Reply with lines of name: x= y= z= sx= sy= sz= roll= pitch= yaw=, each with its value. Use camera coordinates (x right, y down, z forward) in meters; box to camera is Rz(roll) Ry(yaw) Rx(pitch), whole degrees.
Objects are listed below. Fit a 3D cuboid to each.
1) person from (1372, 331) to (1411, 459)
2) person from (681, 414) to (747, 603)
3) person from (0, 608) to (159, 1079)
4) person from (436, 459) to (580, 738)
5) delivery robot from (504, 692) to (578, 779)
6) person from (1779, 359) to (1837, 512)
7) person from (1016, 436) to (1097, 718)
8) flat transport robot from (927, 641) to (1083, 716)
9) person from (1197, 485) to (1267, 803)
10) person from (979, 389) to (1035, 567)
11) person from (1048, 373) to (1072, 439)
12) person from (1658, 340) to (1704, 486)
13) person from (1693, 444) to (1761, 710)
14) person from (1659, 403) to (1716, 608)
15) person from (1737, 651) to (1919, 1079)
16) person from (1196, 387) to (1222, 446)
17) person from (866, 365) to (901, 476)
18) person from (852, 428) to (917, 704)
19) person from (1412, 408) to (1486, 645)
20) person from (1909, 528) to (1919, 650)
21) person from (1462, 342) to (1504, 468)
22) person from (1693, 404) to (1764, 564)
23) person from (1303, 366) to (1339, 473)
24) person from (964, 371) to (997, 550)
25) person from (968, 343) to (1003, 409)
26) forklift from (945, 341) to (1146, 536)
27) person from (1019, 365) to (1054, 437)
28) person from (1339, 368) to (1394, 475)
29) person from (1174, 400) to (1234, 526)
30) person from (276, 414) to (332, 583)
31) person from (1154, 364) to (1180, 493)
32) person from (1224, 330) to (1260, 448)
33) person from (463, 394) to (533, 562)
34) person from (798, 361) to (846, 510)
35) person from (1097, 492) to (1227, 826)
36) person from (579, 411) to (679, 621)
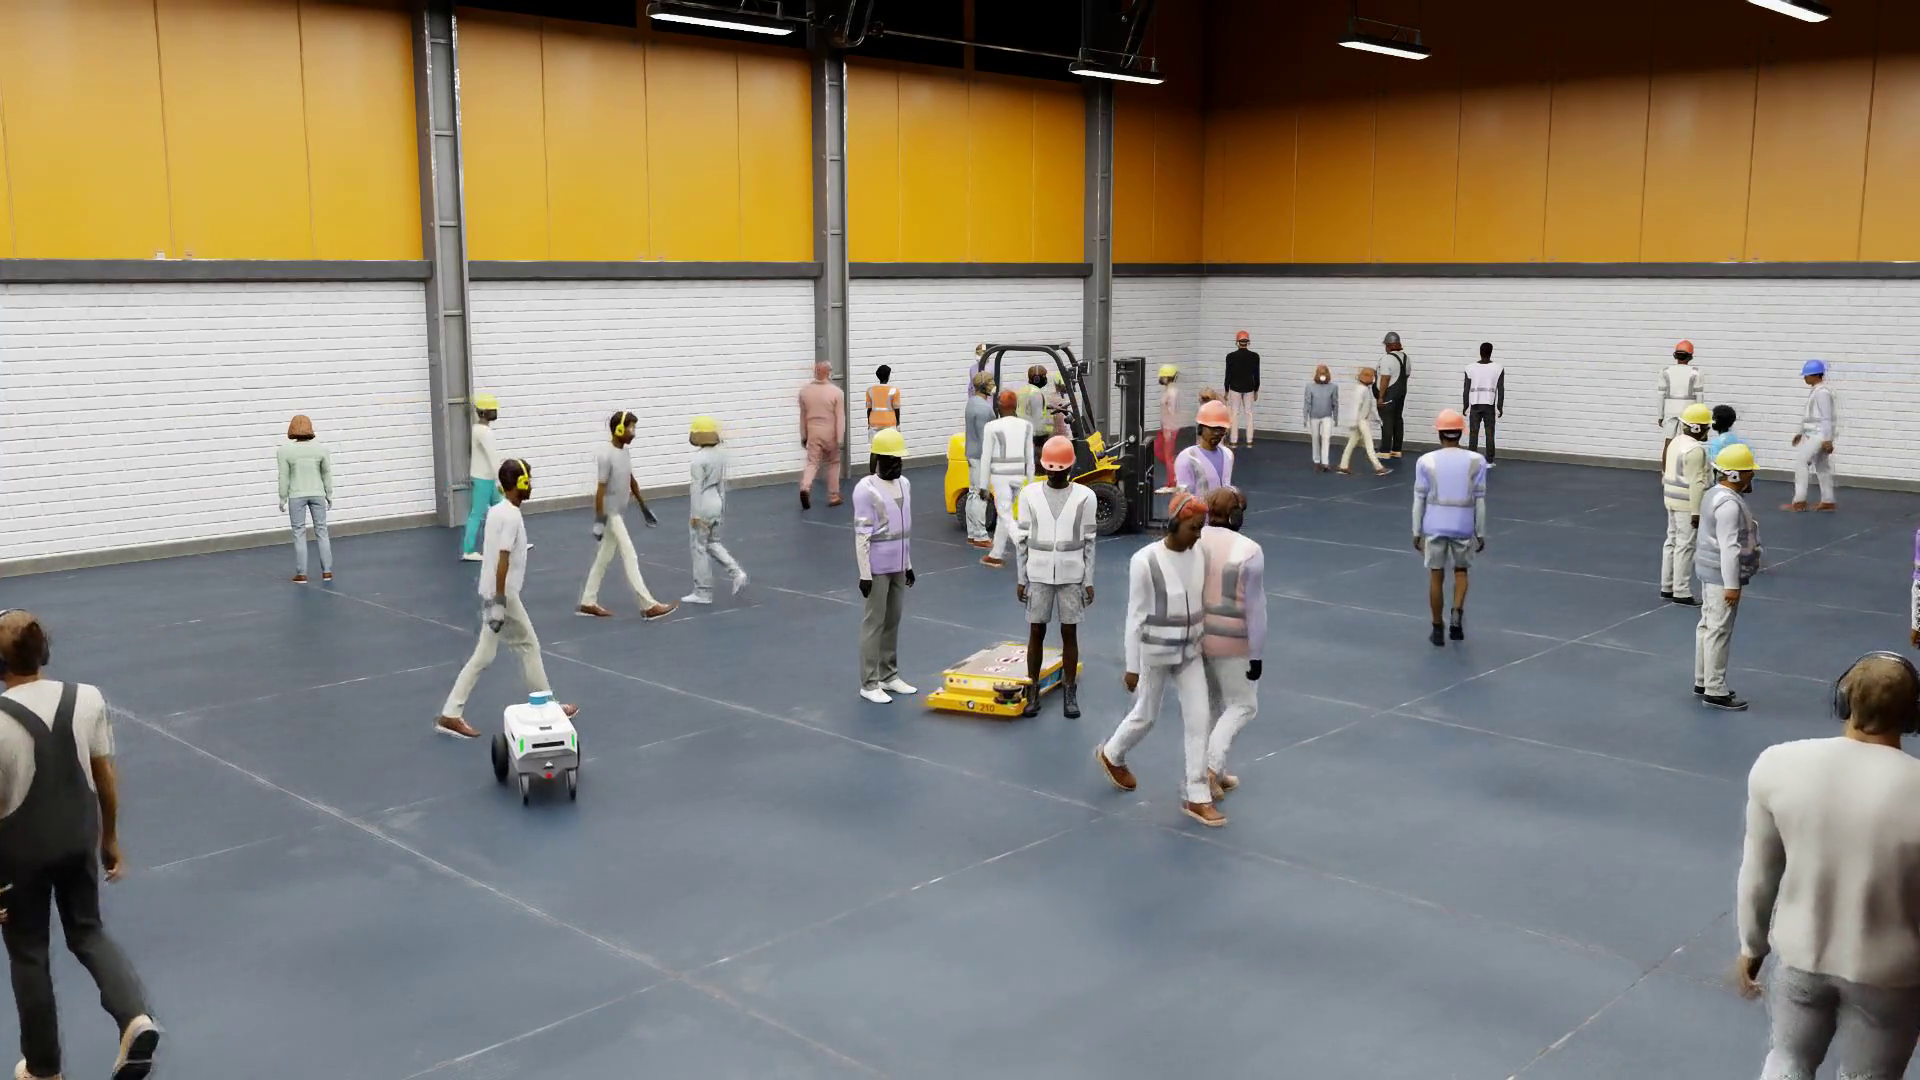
person: x=6.880 y=-2.331 z=26.713 sx=0.690 sy=2.000 sz=0.538 roll=-8 pitch=12 yaw=-41
person: x=-2.259 y=-0.276 z=15.051 sx=0.518 sy=1.725 sz=0.502 roll=4 pitch=10 yaw=21
person: x=-3.242 y=1.155 z=5.996 sx=0.626 sy=1.832 sz=0.518 roll=6 pitch=11 yaw=33
person: x=-2.982 y=0.380 z=10.866 sx=0.959 sy=1.802 sz=0.564 roll=-6 pitch=11 yaw=-32
delivery robot: x=-2.457 y=1.134 z=9.726 sx=0.477 sy=0.478 sz=0.707 roll=-4 pitch=10 yaw=-21
person: x=10.598 y=-1.292 z=20.743 sx=0.786 sy=1.910 sz=0.612 roll=4 pitch=10 yaw=21
person: x=0.646 y=0.251 z=11.233 sx=0.542 sy=1.928 sz=0.378 roll=1 pitch=9 yaw=5
flat transport robot: x=0.346 y=0.969 z=11.894 sx=0.652 sy=0.197 sz=1.431 roll=4 pitch=10 yaw=22
person: x=1.447 y=0.598 z=9.439 sx=0.632 sy=1.826 sz=0.517 roll=9 pitch=13 yaw=43
person: x=0.503 y=-0.587 z=16.626 sx=0.579 sy=1.850 sz=0.948 roll=-7 pitch=11 yaw=-35
person: x=1.221 y=-1.315 z=21.531 sx=0.960 sy=1.716 sz=0.541 roll=-1 pitch=9 yaw=-3
person: x=10.048 y=-1.760 z=23.210 sx=0.608 sy=2.044 sz=0.371 roll=6 pitch=11 yaw=34
person: x=5.323 y=0.246 z=11.546 sx=0.403 sy=1.835 sz=0.586 roll=2 pitch=10 yaw=13
person: x=6.565 y=-0.315 z=14.994 sx=0.403 sy=1.831 sz=0.595 roll=1 pitch=9 yaw=3
person: x=2.624 y=1.279 z=4.935 sx=0.633 sy=1.928 sz=0.519 roll=9 pitch=13 yaw=44
person: x=2.944 y=-1.028 z=19.995 sx=0.404 sy=1.624 sz=0.536 roll=4 pitch=10 yaw=23
person: x=-1.080 y=-1.622 z=23.449 sx=0.531 sy=1.691 sz=0.321 roll=3 pitch=10 yaw=18
person: x=-0.507 y=0.173 z=11.709 sx=0.374 sy=1.925 sz=0.595 roll=6 pitch=11 yaw=32
person: x=3.936 y=-0.103 z=13.420 sx=0.569 sy=1.917 sz=0.414 roll=2 pitch=9 yaw=12
person: x=6.018 y=0.482 z=9.980 sx=0.563 sy=1.887 sz=1.005 roll=6 pitch=11 yaw=31
person: x=7.994 y=-2.058 z=25.413 sx=0.598 sy=1.917 sz=0.375 roll=3 pitch=10 yaw=18
person: x=7.762 y=-0.533 z=16.816 sx=0.757 sy=1.671 sz=0.533 roll=7 pitch=12 yaw=38
person: x=5.389 y=-1.805 z=24.842 sx=0.520 sy=1.583 sz=0.866 roll=2 pitch=9 yaw=11
person: x=0.238 y=-0.866 z=18.050 sx=0.372 sy=1.940 sz=0.629 roll=-2 pitch=9 yaw=-12
person: x=0.358 y=-1.939 z=24.625 sx=0.378 sy=1.940 sz=0.628 roll=-9 pitch=13 yaw=-43
forklift: x=0.977 y=-1.223 z=19.452 sx=2.313 sy=2.155 sz=1.214 roll=2 pitch=9 yaw=11
person: x=0.949 y=-1.259 z=20.754 sx=0.430 sy=1.845 sz=0.622 roll=-2 pitch=9 yaw=-10
person: x=5.987 y=-1.732 z=24.420 sx=0.853 sy=1.589 sz=0.512 roll=3 pitch=10 yaw=20
person: x=1.905 y=-0.053 z=12.747 sx=0.614 sy=2.039 sz=0.384 roll=-8 pitch=13 yaw=-42
person: x=-6.340 y=-0.400 z=16.120 sx=0.506 sy=1.632 sz=0.268 roll=-6 pitch=11 yaw=-34
person: x=2.781 y=-1.498 z=22.455 sx=0.359 sy=1.754 sz=0.544 roll=0 pitch=9 yaw=-2
person: x=4.781 y=-2.555 z=28.237 sx=0.620 sy=1.990 sz=0.398 roll=-1 pitch=9 yaw=-9
person: x=-4.826 y=-0.651 z=17.320 sx=0.837 sy=1.729 sz=0.553 roll=-5 pitch=10 yaw=-26
person: x=-1.750 y=-1.321 z=21.017 sx=0.650 sy=1.877 sz=0.833 roll=3 pitch=10 yaw=19
person: x=1.138 y=0.612 z=9.315 sx=0.649 sy=1.841 sz=0.930 roll=-5 pitch=11 yaw=-30
person: x=-2.911 y=-0.206 z=14.385 sx=0.942 sy=1.814 sz=0.496 roll=1 pitch=9 yaw=4
